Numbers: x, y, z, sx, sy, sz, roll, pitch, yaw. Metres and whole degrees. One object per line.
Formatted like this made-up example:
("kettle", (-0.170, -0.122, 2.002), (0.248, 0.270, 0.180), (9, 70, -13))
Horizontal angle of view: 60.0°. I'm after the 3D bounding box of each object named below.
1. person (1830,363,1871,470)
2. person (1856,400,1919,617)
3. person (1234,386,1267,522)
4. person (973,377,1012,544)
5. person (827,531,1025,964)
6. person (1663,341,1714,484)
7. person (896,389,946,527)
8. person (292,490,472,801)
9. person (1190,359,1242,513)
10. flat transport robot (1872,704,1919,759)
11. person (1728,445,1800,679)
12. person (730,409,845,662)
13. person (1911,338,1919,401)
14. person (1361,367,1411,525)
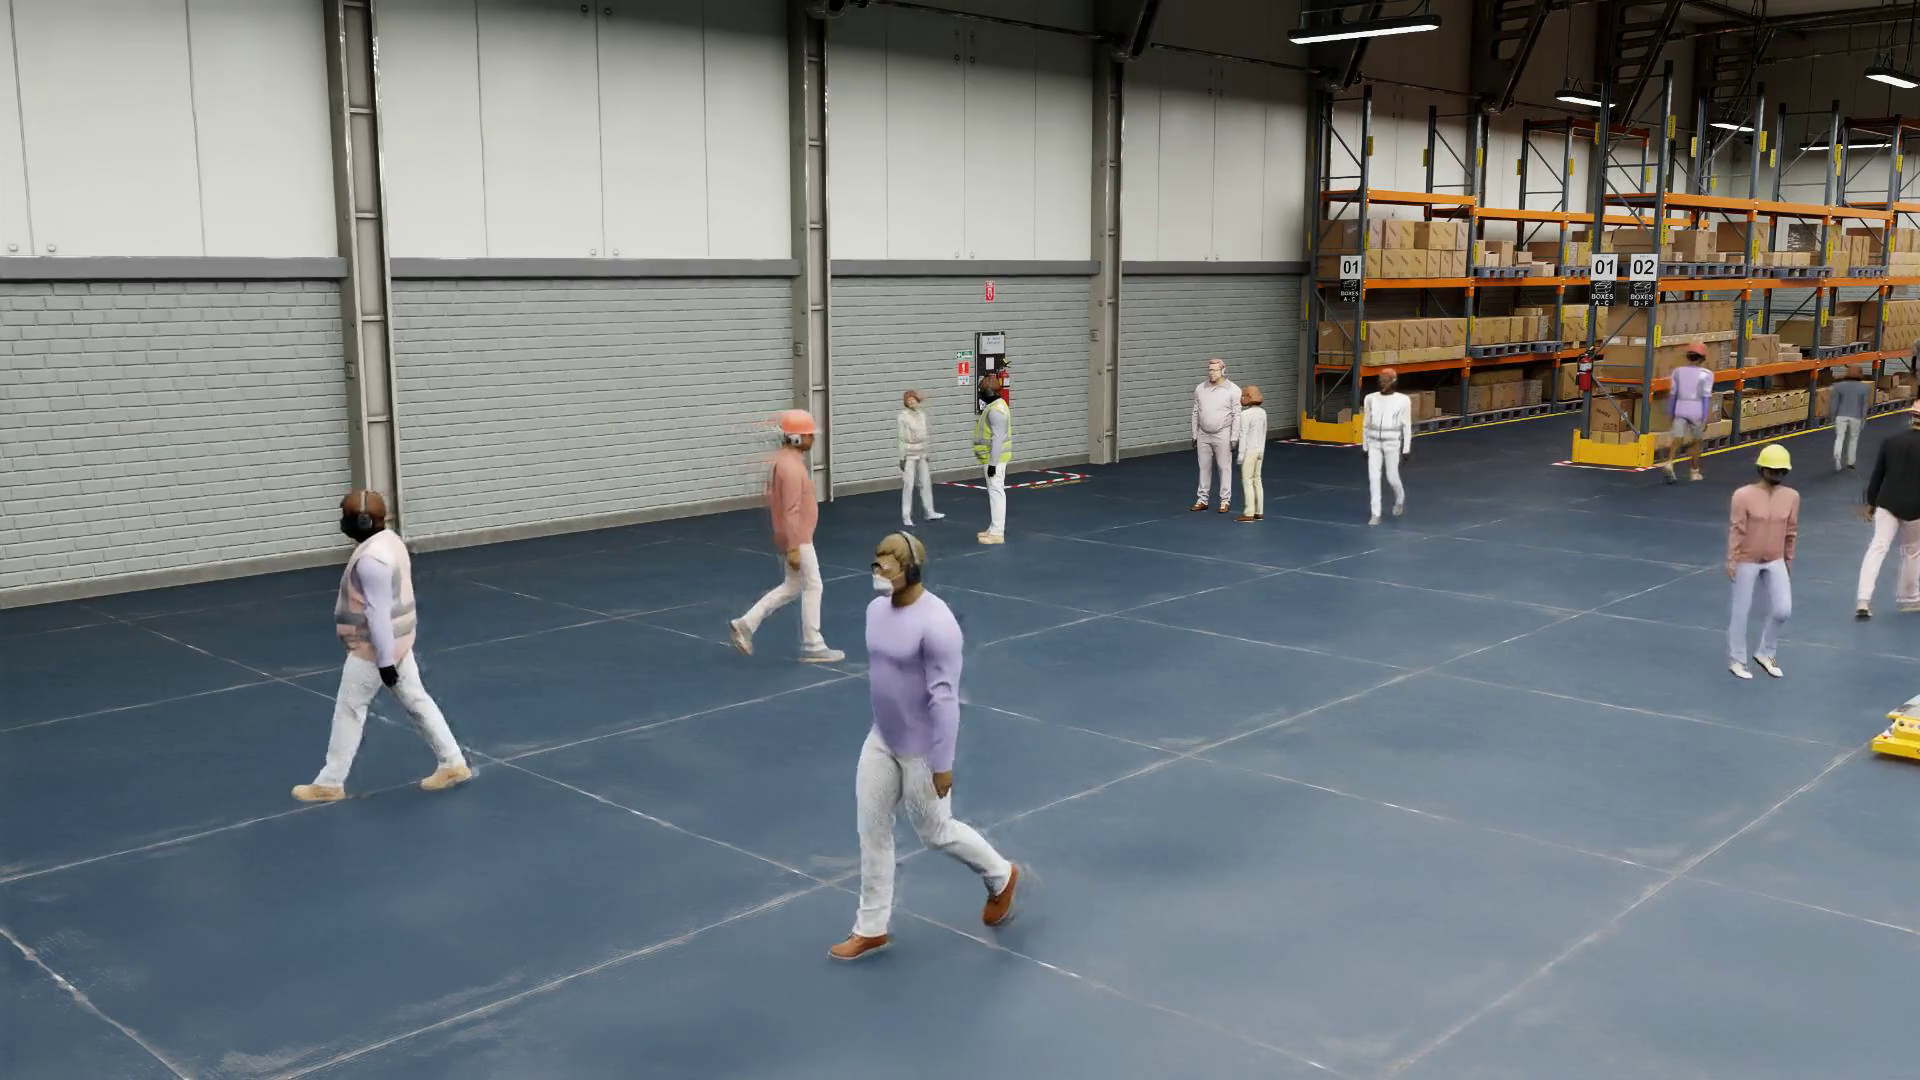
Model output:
("person", (13.249, -1.824, 24.799), (0.506, 1.613, 0.695), (6, 11, 34))
("person", (8.136, -0.278, 14.413), (1.038, 1.935, 0.703), (-5, 11, -30))
("person", (3.482, -1.022, 19.855), (0.282, 1.626, 0.512), (8, 12, 40))
("person", (0.353, -0.876, 18.324), (0.430, 1.837, 0.619), (0, 9, 2))
("person", (-0.151, 0.888, 7.372), (0.904, 1.910, 0.635), (-7, 11, -36))
("person", (10.206, -1.781, 23.314), (0.952, 2.014, 0.616), (-9, 13, -43))
("person", (-0.509, -0.969, 19.548), (0.334, 1.613, 0.685), (7, 12, 36))
("person", (-3.302, 0.595, 9.506), (0.972, 1.799, 0.630), (-1, 9, -6))
("person", (3.153, -1.287, 20.608), (0.642, 1.908, 0.407), (6, 11, 31))
("flat transport robot", (6.381, 1.173, 10.577), (0.652, 0.197, 1.431), (9, 13, 43))
("person", (5.880, 0.169, 12.219), (0.542, 1.754, 0.415), (0, 9, 1))
("person", (-1.327, -0.021, 12.698), (0.802, 1.968, 0.622), (-2, 10, -12))
("person", (19.864, -3.521, 34.072), (0.642, 1.946, 0.709), (9, 13, 44))
("person", (5.067, -1.120, 19.731), (0.583, 1.864, 0.712), (6, 11, 32))
